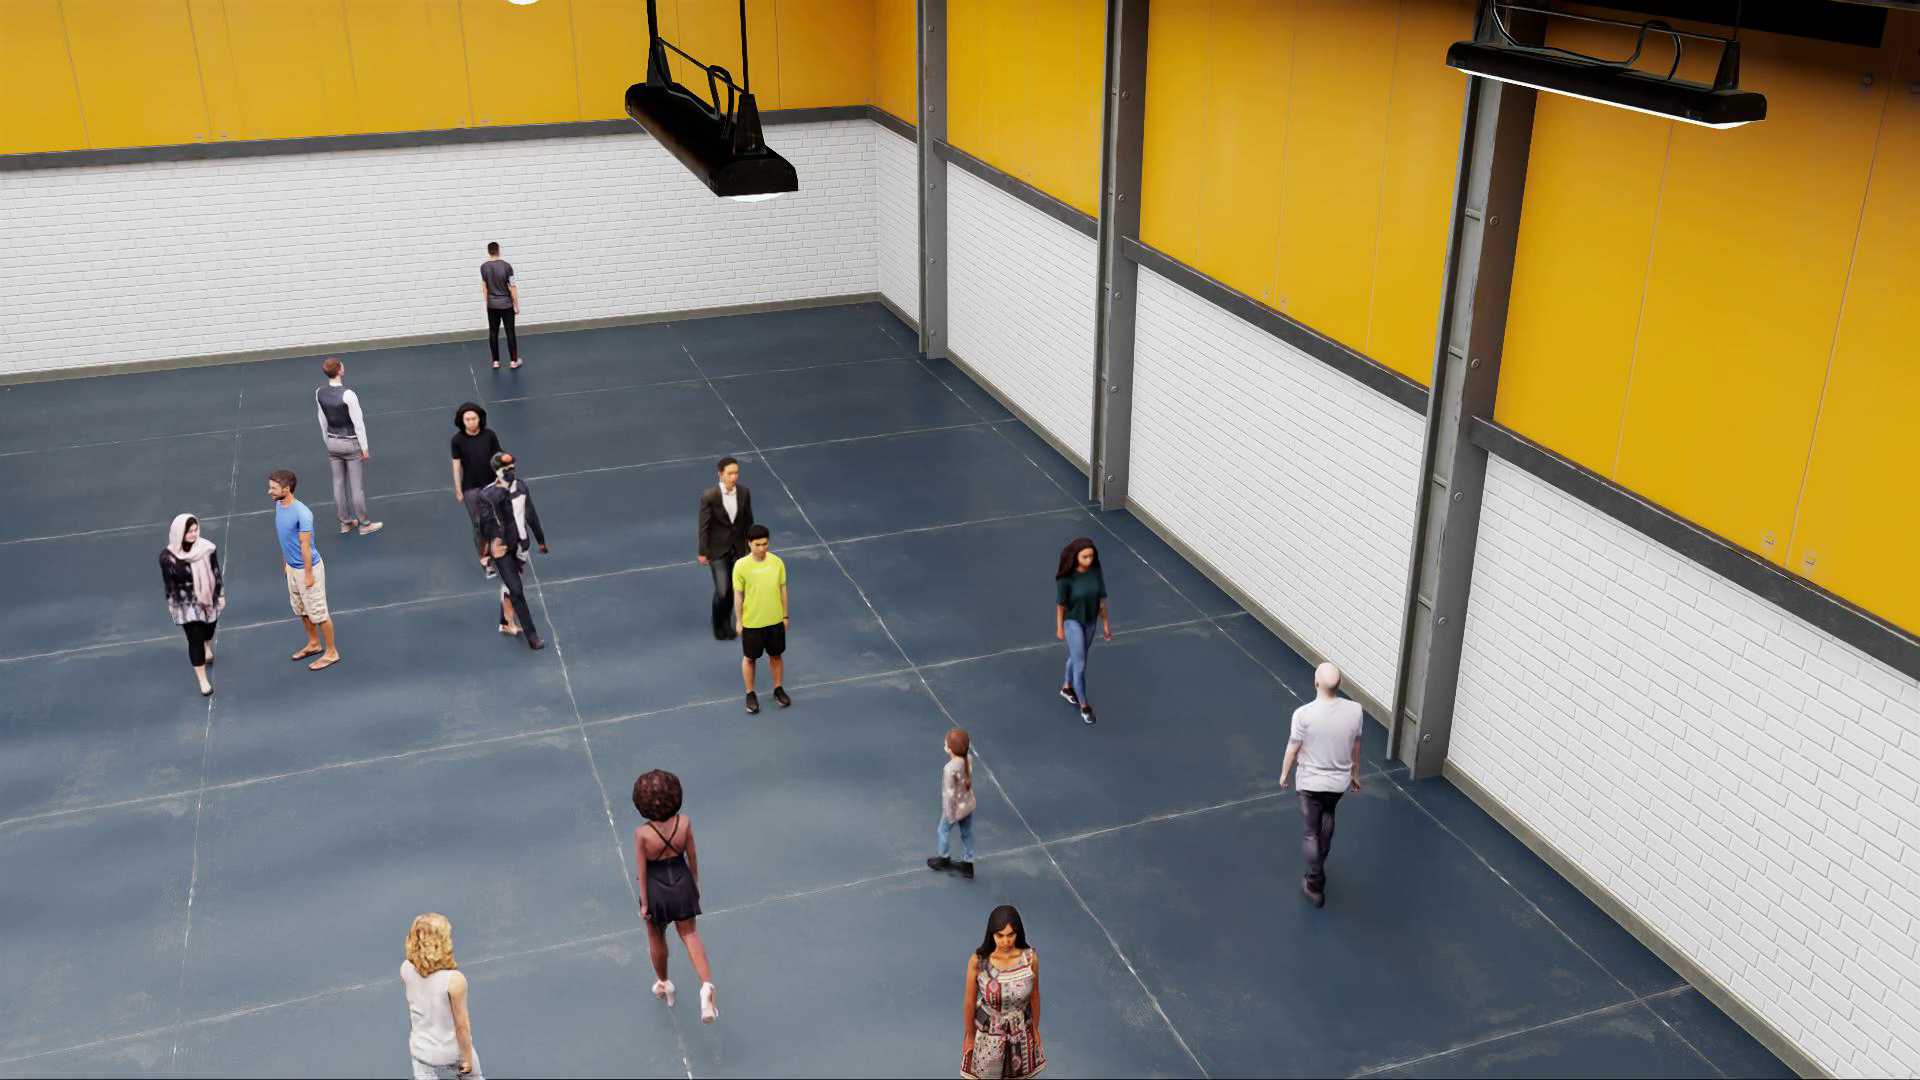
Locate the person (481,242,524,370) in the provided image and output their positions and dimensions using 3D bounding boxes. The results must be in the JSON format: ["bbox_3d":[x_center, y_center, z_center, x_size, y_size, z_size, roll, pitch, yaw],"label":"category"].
[{"bbox_3d":[-6.376,-3.256,23.046,0.695,1.762,0.663,2,24,3],"label":"person"}]

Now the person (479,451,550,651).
[{"bbox_3d":[-4.209,0.067,15.323,1.195,1.859,1.074,16,28,32],"label":"person"}]

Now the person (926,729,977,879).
[{"bbox_3d":[0.030,1.910,11.950,0.673,1.184,0.604,20,31,38],"label":"person"}]

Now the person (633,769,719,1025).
[{"bbox_3d":[-1.786,2.273,10.385,0.670,1.772,0.992,-14,27,-28],"label":"person"}]

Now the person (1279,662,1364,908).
[{"bbox_3d":[2.553,1.729,11.578,0.765,1.814,0.894,-5,24,-11],"label":"person"}]

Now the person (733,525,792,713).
[{"bbox_3d":[-1.700,0.643,14.197,0.616,1.705,0.519,-9,25,-21],"label":"person"}]

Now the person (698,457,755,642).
[{"bbox_3d":[-2.213,0.051,15.450,0.770,1.787,0.719,-14,27,-29],"label":"person"}]

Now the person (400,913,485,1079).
[{"bbox_3d":[-2.943,2.853,9.236,1.012,1.630,1.131,8,25,17],"label":"person"}]

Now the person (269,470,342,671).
[{"bbox_3d":[-5.900,0.233,14.941,0.677,1.862,0.789,18,29,35],"label":"person"}]

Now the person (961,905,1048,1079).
[{"bbox_3d":[0.244,2.765,9.417,0.682,1.645,0.577,-4,24,-10],"label":"person"}]

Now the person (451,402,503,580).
[{"bbox_3d":[-4.873,-0.571,16.855,0.729,1.802,1.056,-13,27,-27],"label":"person"}]

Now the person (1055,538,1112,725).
[{"bbox_3d":[0.985,0.692,14.227,0.670,1.591,0.917,-13,27,-27],"label":"person"}]

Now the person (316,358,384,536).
[{"bbox_3d":[-6.550,-1.010,17.689,0.742,1.938,0.775,8,25,17],"label":"person"}]

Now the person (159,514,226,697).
[{"bbox_3d":[-6.741,0.505,14.660,0.834,1.587,1.147,-16,28,-33],"label":"person"}]
